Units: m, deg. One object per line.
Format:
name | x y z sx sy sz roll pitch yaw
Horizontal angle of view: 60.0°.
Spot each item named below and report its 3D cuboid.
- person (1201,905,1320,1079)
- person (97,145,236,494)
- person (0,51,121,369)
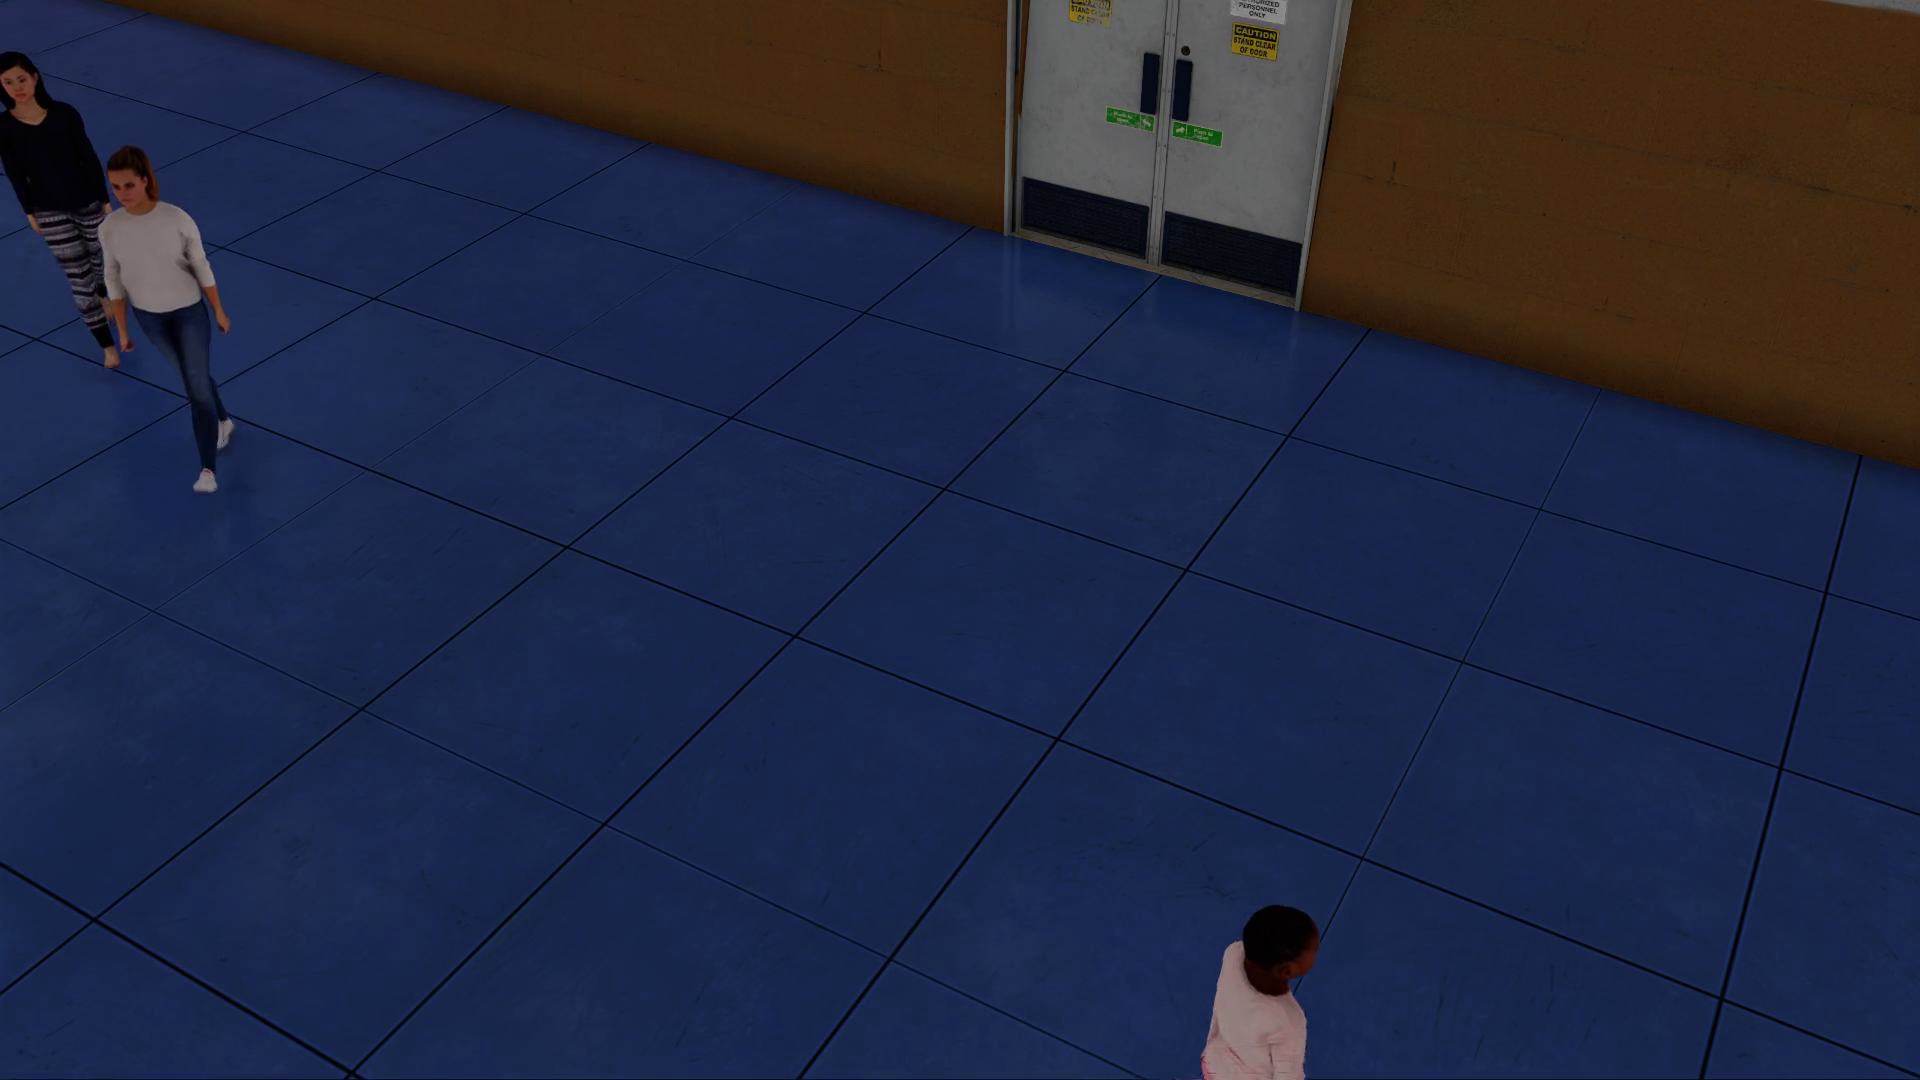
person | 0.768 1.580 4.795 0.974 1.432 0.895 -11 38 -14
person | -3.850 -1.129 8.193 0.994 1.684 1.145 -2 37 -3
person | -4.914 -1.866 9.170 1.126 1.690 1.001 -21 42 -26
